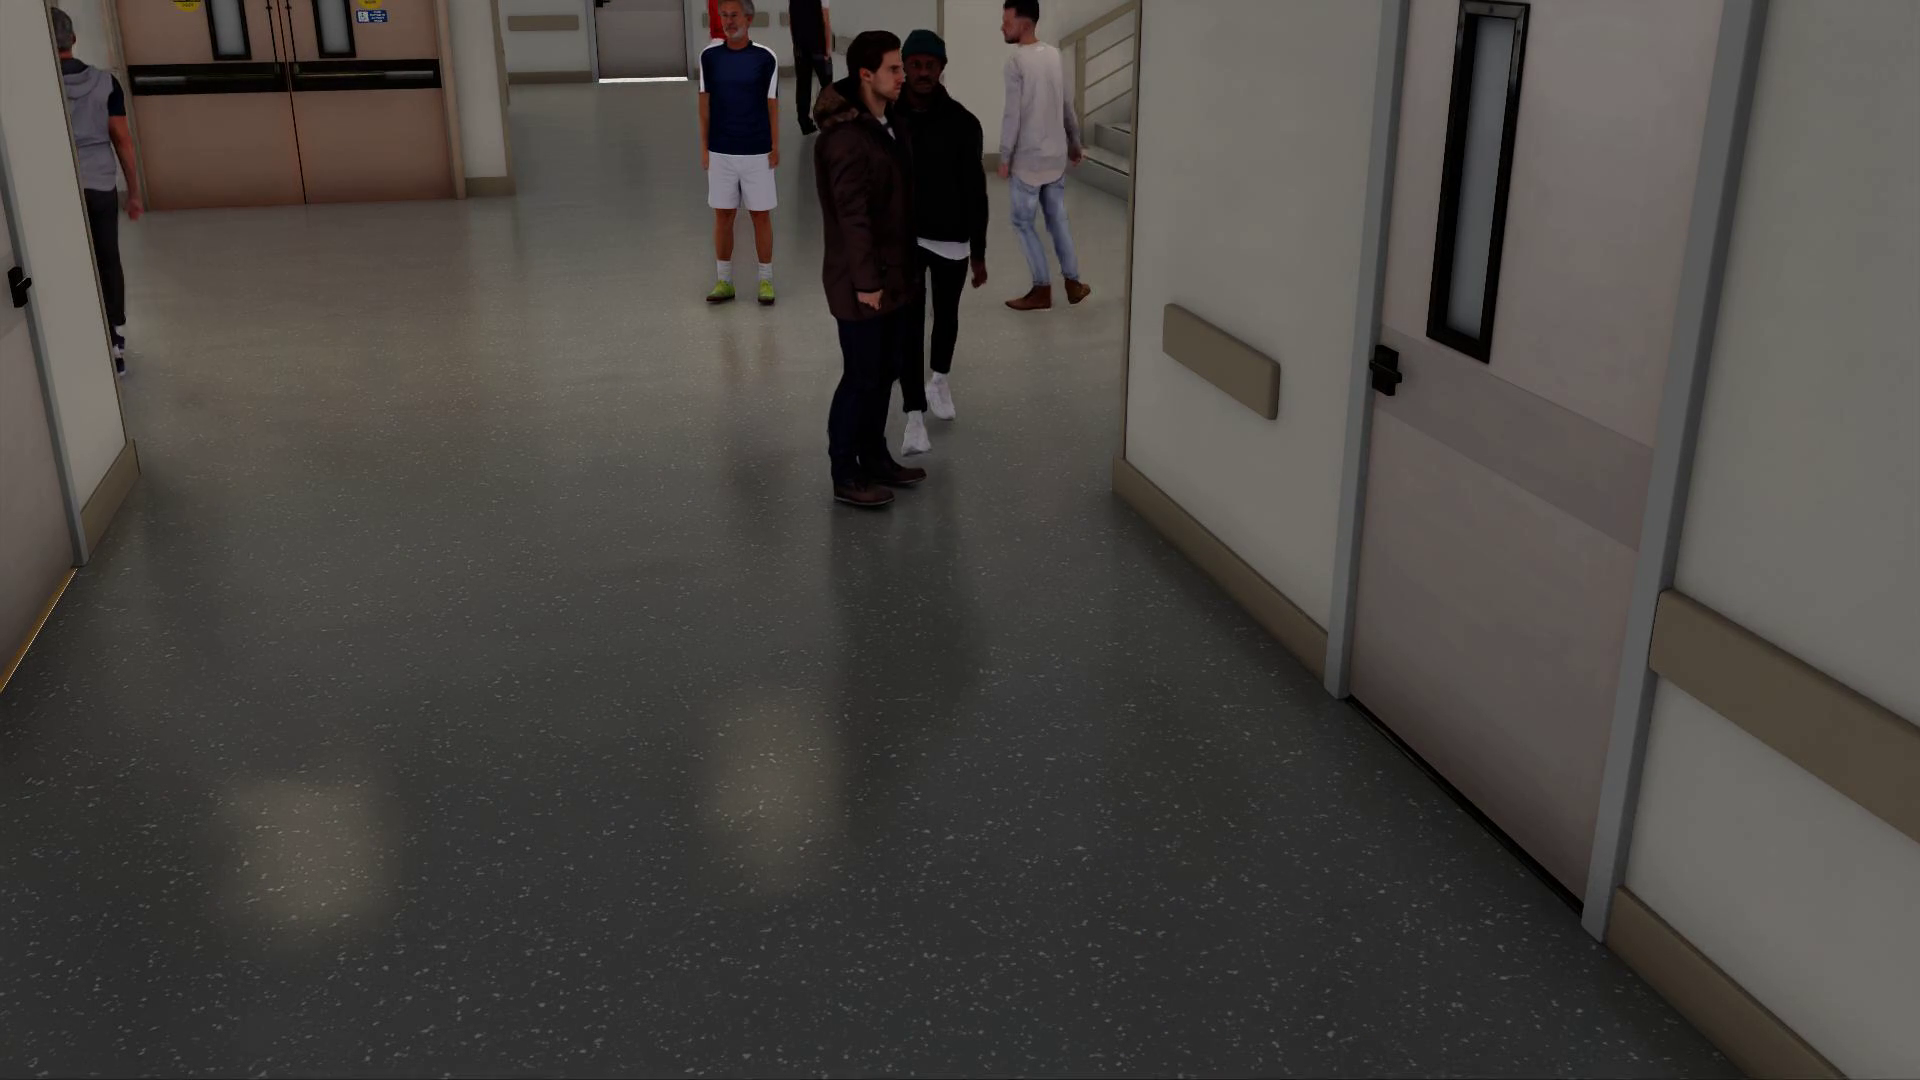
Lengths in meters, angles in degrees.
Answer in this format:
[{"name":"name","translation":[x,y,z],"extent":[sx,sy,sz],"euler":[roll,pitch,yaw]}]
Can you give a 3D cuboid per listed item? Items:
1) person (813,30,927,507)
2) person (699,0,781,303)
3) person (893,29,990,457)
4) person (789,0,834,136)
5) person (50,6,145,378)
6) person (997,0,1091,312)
[{"name":"person","translation":[-0.368,-1.059,6.575],"extent":[0.874,1.841,0.862],"euler":[7,22,19]},{"name":"person","translation":[-1.321,-2.355,9.999],"extent":[0.604,1.839,0.760],"euler":[1,21,3]},{"name":"person","translation":[-0.137,-1.298,7.307],"extent":[1.256,1.768,0.983],"euler":[0,21,-1]},{"name":"person","translation":[-1.619,-5.200,17.526],"extent":[0.858,1.827,0.900],"euler":[7,22,17]},{"name":"person","translation":[-4.372,-1.705,8.329],"extent":[1.002,1.806,0.991],"euler":[19,28,41]},{"name":"person","translation":[0.517,-2.243,9.750],"extent":[0.785,1.805,0.987],"euler":[-14,25,-32]}]
